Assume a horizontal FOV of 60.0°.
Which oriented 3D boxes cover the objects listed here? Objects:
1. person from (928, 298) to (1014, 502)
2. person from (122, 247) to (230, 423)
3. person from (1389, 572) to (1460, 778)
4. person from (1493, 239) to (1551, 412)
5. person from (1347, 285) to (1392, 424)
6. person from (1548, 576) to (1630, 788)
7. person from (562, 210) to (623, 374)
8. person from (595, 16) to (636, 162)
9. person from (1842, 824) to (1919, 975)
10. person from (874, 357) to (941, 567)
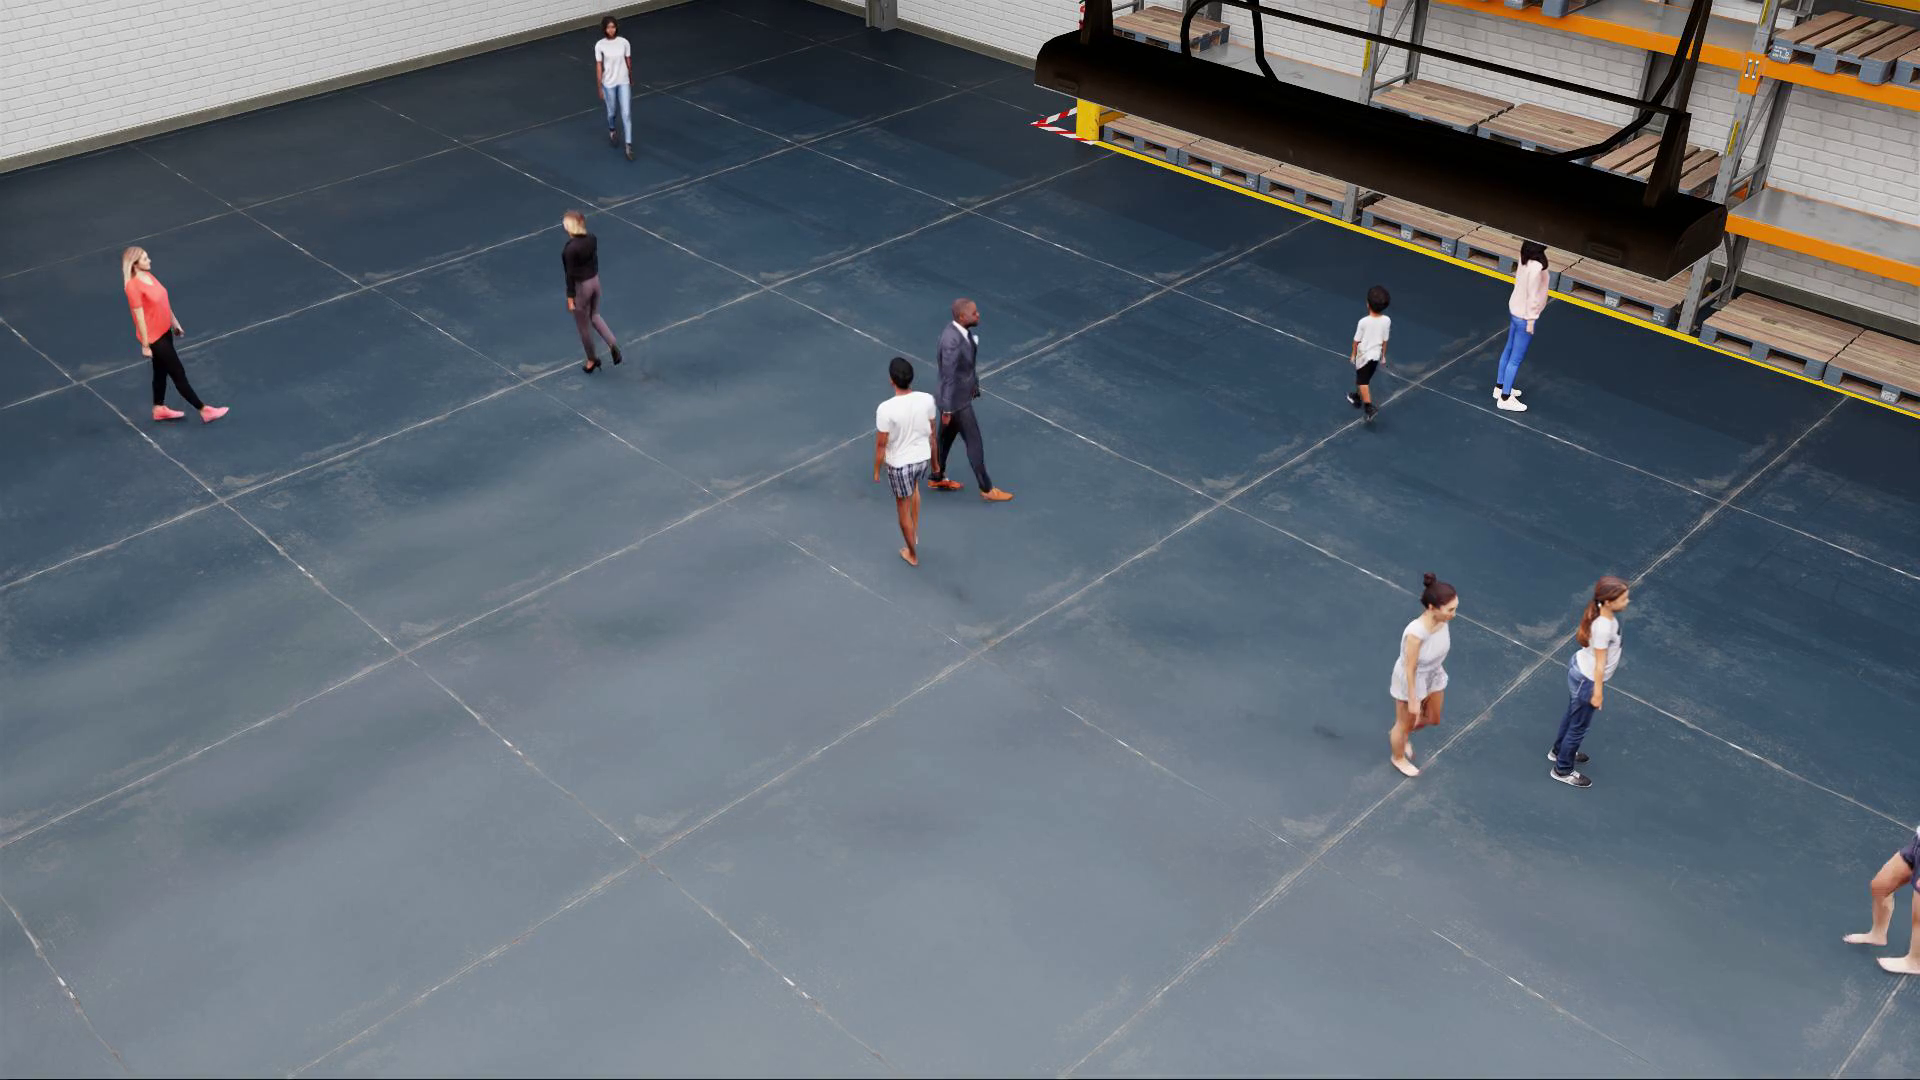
[{"bbox_3d":[-0.115,-1.149,13.662,1.125,1.798,1.033,4,34,5],"label":"person"},{"bbox_3d":[-7.196,-1.788,14.741,1.005,1.669,0.991,-4,34,-5],"label":"person"},{"bbox_3d":[2.915,0.849,10.812,0.634,1.626,0.627,-28,43,-35],"label":"person"},{"bbox_3d":[5.084,-2.029,15.012,0.762,1.769,0.727,3,34,5],"label":"person"},{"bbox_3d":[3.695,-1.664,14.935,0.740,1.246,0.899,-8,34,-12],"label":"person"},{"bbox_3d":[4.093,0.887,10.812,0.656,1.563,0.623,8,34,12],"label":"person"},{"bbox_3d":[-3.413,-2.278,15.483,0.807,1.662,0.739,14,36,20],"label":"person"},{"bbox_3d":[-4.246,-5.580,20.433,0.916,1.682,1.201,-11,35,-17],"label":"person"},{"bbox_3d":[5.550,1.832,9.323,0.775,1.637,0.726,5,34,8],"label":"person"},{"bbox_3d":[-0.367,-0.562,12.855,0.772,1.714,0.792,-16,37,-22],"label":"person"}]
